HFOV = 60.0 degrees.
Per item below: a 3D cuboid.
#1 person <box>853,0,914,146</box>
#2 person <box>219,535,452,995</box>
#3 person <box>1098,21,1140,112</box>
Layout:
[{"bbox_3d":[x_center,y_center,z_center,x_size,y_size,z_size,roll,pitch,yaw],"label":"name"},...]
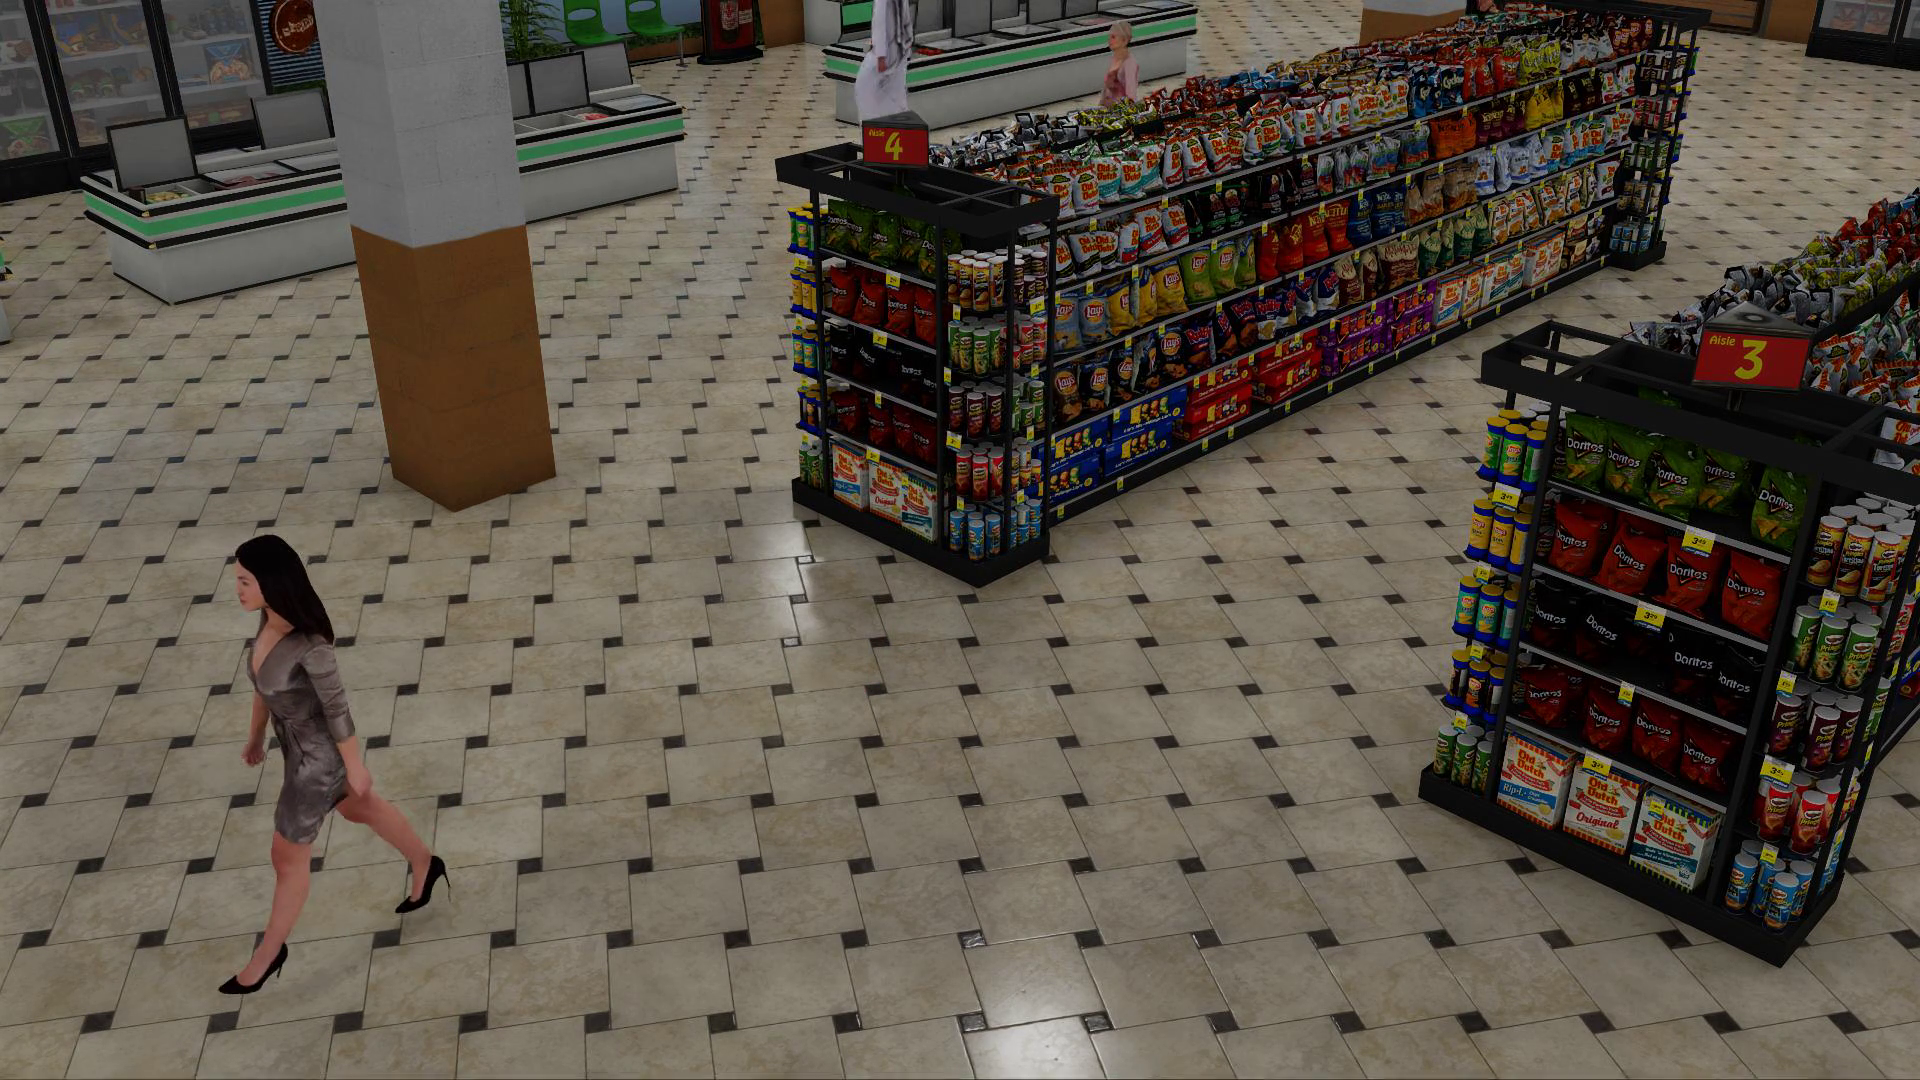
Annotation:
[{"bbox_3d":[-0.637,-4.866,16.731,0.922,1.909,0.904,13,30,24],"label":"person"},{"bbox_3d":[-2.199,0.748,5.900,1.130,1.692,0.679,-20,33,-34],"label":"person"},{"bbox_3d":[1.504,-3.727,14.742,0.822,1.676,0.758,-5,27,-10],"label":"person"}]
